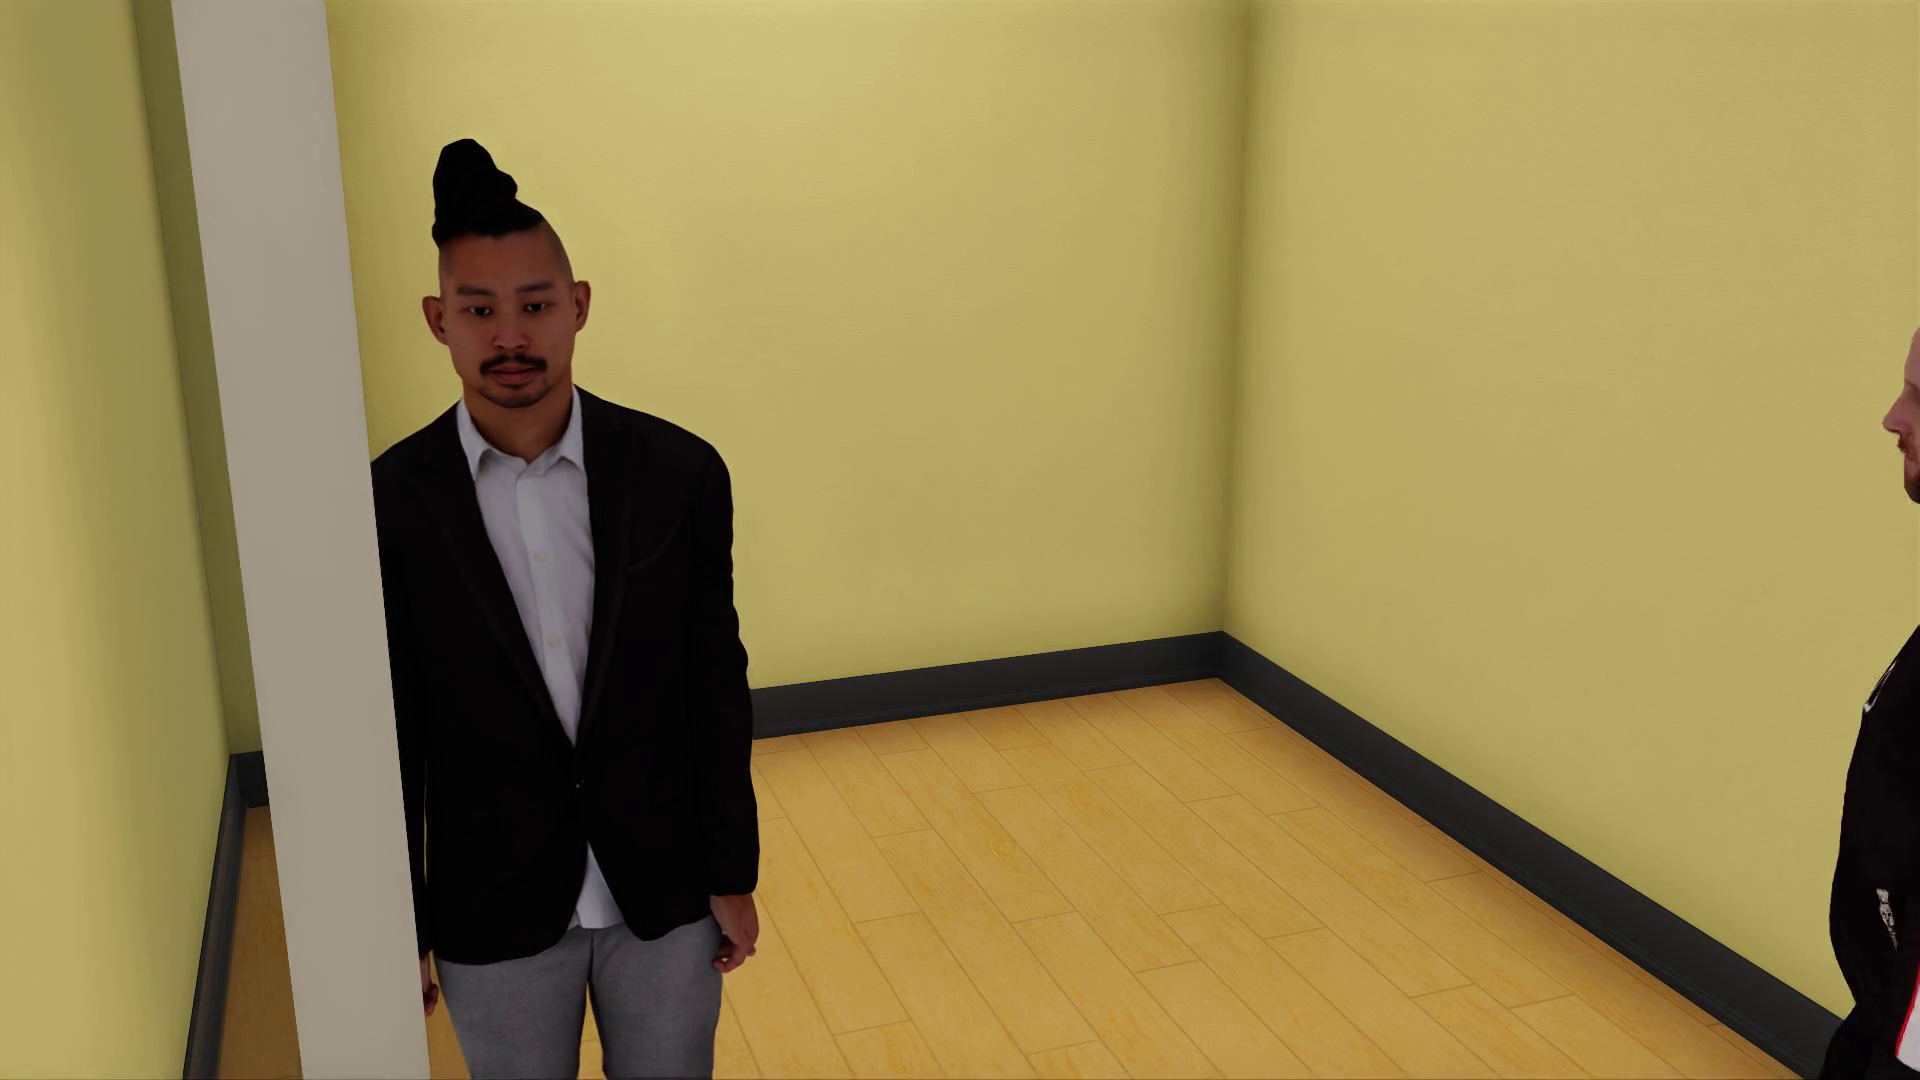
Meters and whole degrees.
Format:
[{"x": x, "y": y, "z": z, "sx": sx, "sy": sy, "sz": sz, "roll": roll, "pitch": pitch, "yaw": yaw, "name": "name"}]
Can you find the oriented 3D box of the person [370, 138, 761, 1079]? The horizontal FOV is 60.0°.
[{"x": -0.552, "y": 0.433, "z": 2.341, "sx": 0.516, "sy": 1.952, "sz": 0.755, "roll": -5, "pitch": 17, "yaw": -18, "name": "person"}]
